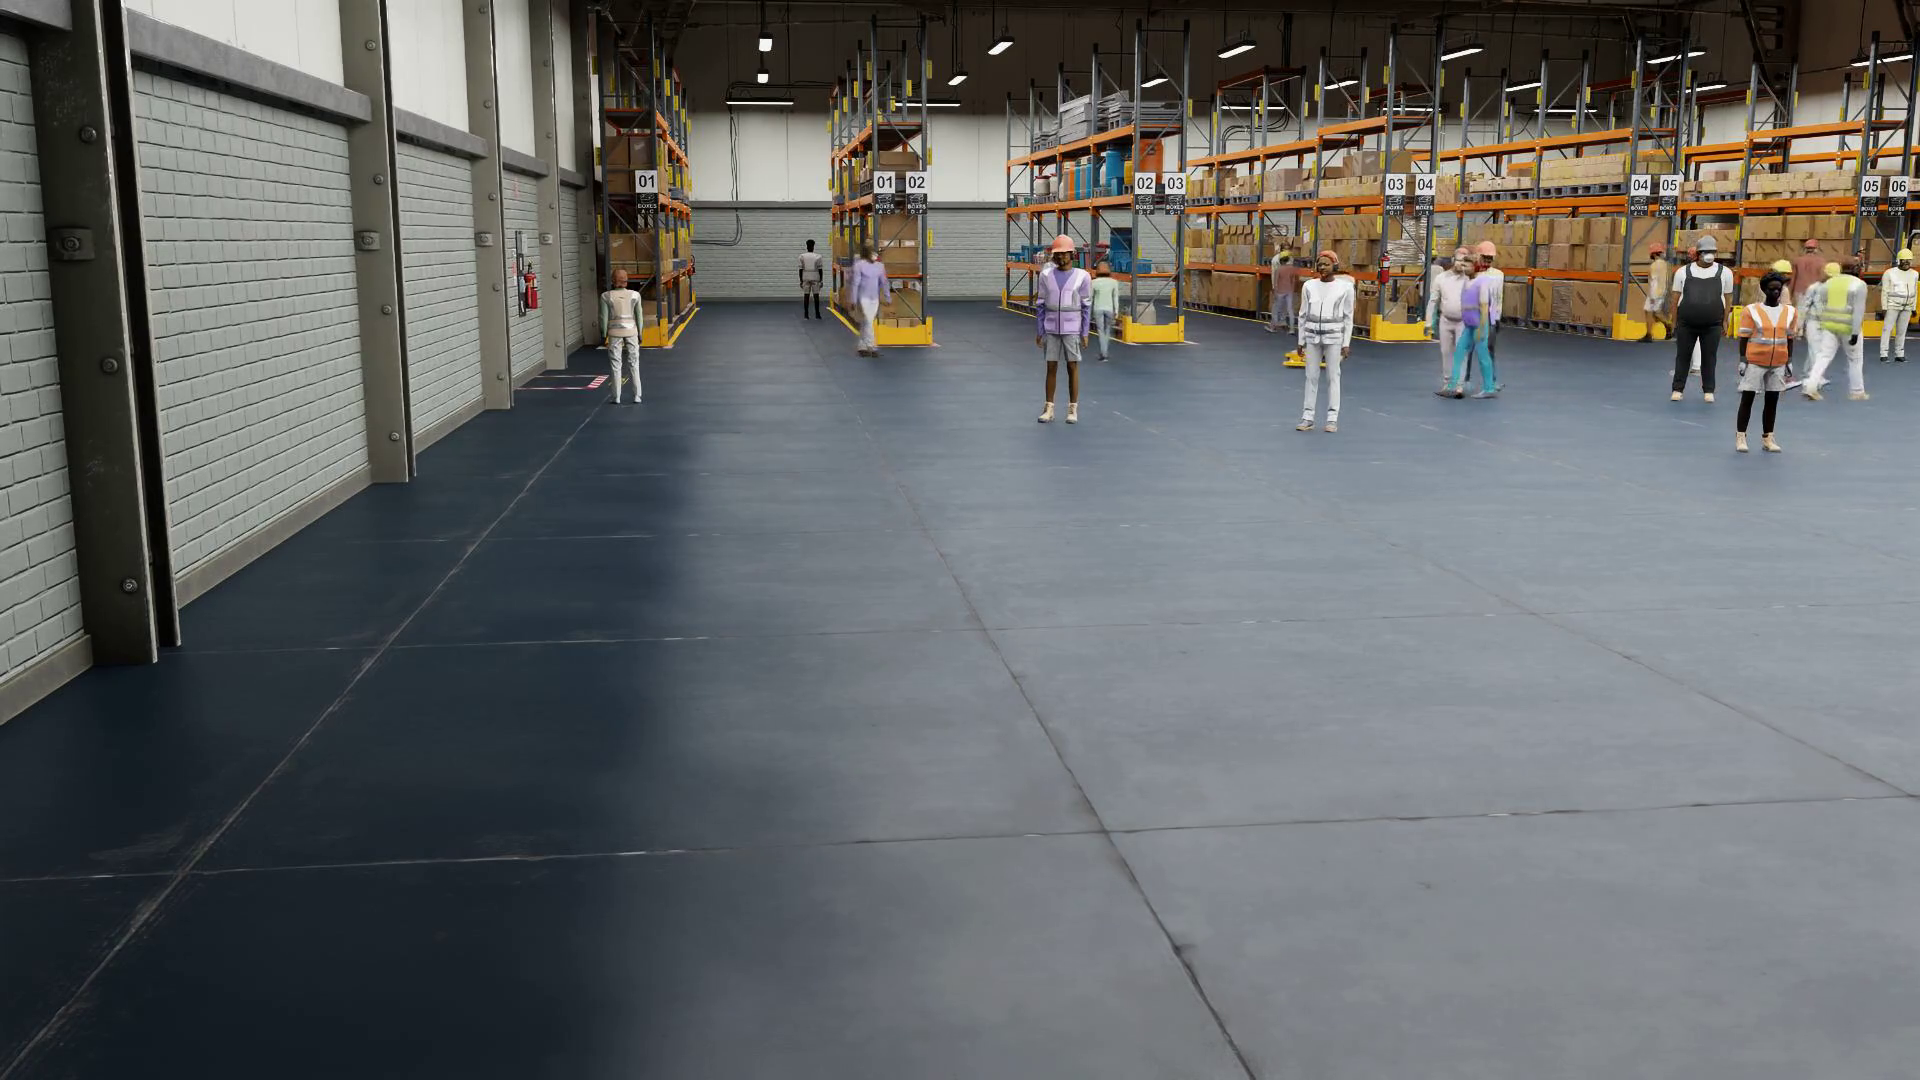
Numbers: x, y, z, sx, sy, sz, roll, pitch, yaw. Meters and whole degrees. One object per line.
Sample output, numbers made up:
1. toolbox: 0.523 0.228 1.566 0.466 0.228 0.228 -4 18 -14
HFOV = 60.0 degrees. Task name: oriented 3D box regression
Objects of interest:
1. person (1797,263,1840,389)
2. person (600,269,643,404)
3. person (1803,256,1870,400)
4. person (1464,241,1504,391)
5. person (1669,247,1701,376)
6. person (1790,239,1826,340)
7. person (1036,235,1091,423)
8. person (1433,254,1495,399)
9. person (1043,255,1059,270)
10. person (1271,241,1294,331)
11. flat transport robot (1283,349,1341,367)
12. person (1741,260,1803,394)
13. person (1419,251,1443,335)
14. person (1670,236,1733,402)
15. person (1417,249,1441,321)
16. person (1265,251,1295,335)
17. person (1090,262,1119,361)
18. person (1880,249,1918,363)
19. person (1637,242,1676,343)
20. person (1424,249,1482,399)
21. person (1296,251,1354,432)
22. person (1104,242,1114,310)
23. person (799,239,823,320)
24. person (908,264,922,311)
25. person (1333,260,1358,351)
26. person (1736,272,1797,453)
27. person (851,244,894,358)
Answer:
1. person: 11.547 -2.867 22.281 0.523 1.677 0.865 0 10 -2
2. person: -4.101 -2.466 20.211 0.512 1.641 0.309 -4 11 -20
3. person: 10.937 -2.615 20.663 0.949 1.804 0.617 -5 12 -26
4. person: 6.914 -2.958 22.047 0.626 1.988 0.598 -1 10 -4
5. person: 10.675 -3.333 24.299 0.575 1.883 0.355 -3 11 -13
6. person: 16.670 -4.922 32.728 0.638 1.984 0.460 7 13 35
7. person: 1.118 -2.289 18.131 0.605 2.045 0.381 3 11 17
8. person: 6.352 -2.654 20.781 0.866 1.800 0.583 -2 11 -11
9. person: 1.986 -5.183 34.643 0.596 1.810 0.751 -2 11 -12
10. person: 6.998 -5.505 36.078 0.626 1.933 0.356 -8 13 -37
11. flat transport robot: 5.562 -2.877 26.221 0.652 0.197 1.431 4 11 22
12. person: 10.580 -2.747 21.521 0.889 1.716 0.520 0 10 1
13. person: 9.789 -5.159 34.678 0.544 1.740 0.711 0 10 -1
14. person: 9.110 -2.713 20.469 0.688 2.000 0.539 4 11 23
15. person: 11.261 -6.213 39.978 0.588 1.923 0.383 0 10 1
16. person: 6.749 -5.157 34.759 0.552 1.716 0.920 -4 11 -21
17. person: 2.317 -3.745 27.313 0.515 1.593 0.813 -2 11 -11
18. person: 15.117 -3.757 26.756 0.588 1.834 0.403 -1 10 -3
19. person: 13.364 -4.719 31.801 0.561 1.919 0.598 -9 14 -40
20. person: 6.245 -2.721 21.012 0.687 1.888 0.742 6 12 29
21. person: 3.796 -2.066 17.351 0.573 1.883 0.353 6 12 29
22. person: 3.839 -6.834 43.481 0.579 1.880 0.977 -2 11 -10
23. person: -3.639 -6.365 40.691 0.602 1.967 0.368 1 10 6
24. person: -1.248 -6.985 45.107 0.512 1.594 0.841 -4 11 -20
25. person: 6.806 -4.158 29.546 0.379 1.622 0.504 -8 13 -39
26. person: 7.592 -1.667 15.677 0.532 1.697 0.319 0 10 2
27. person: -1.459 -4.004 27.935 0.664 1.887 0.930 -10 14 -42
